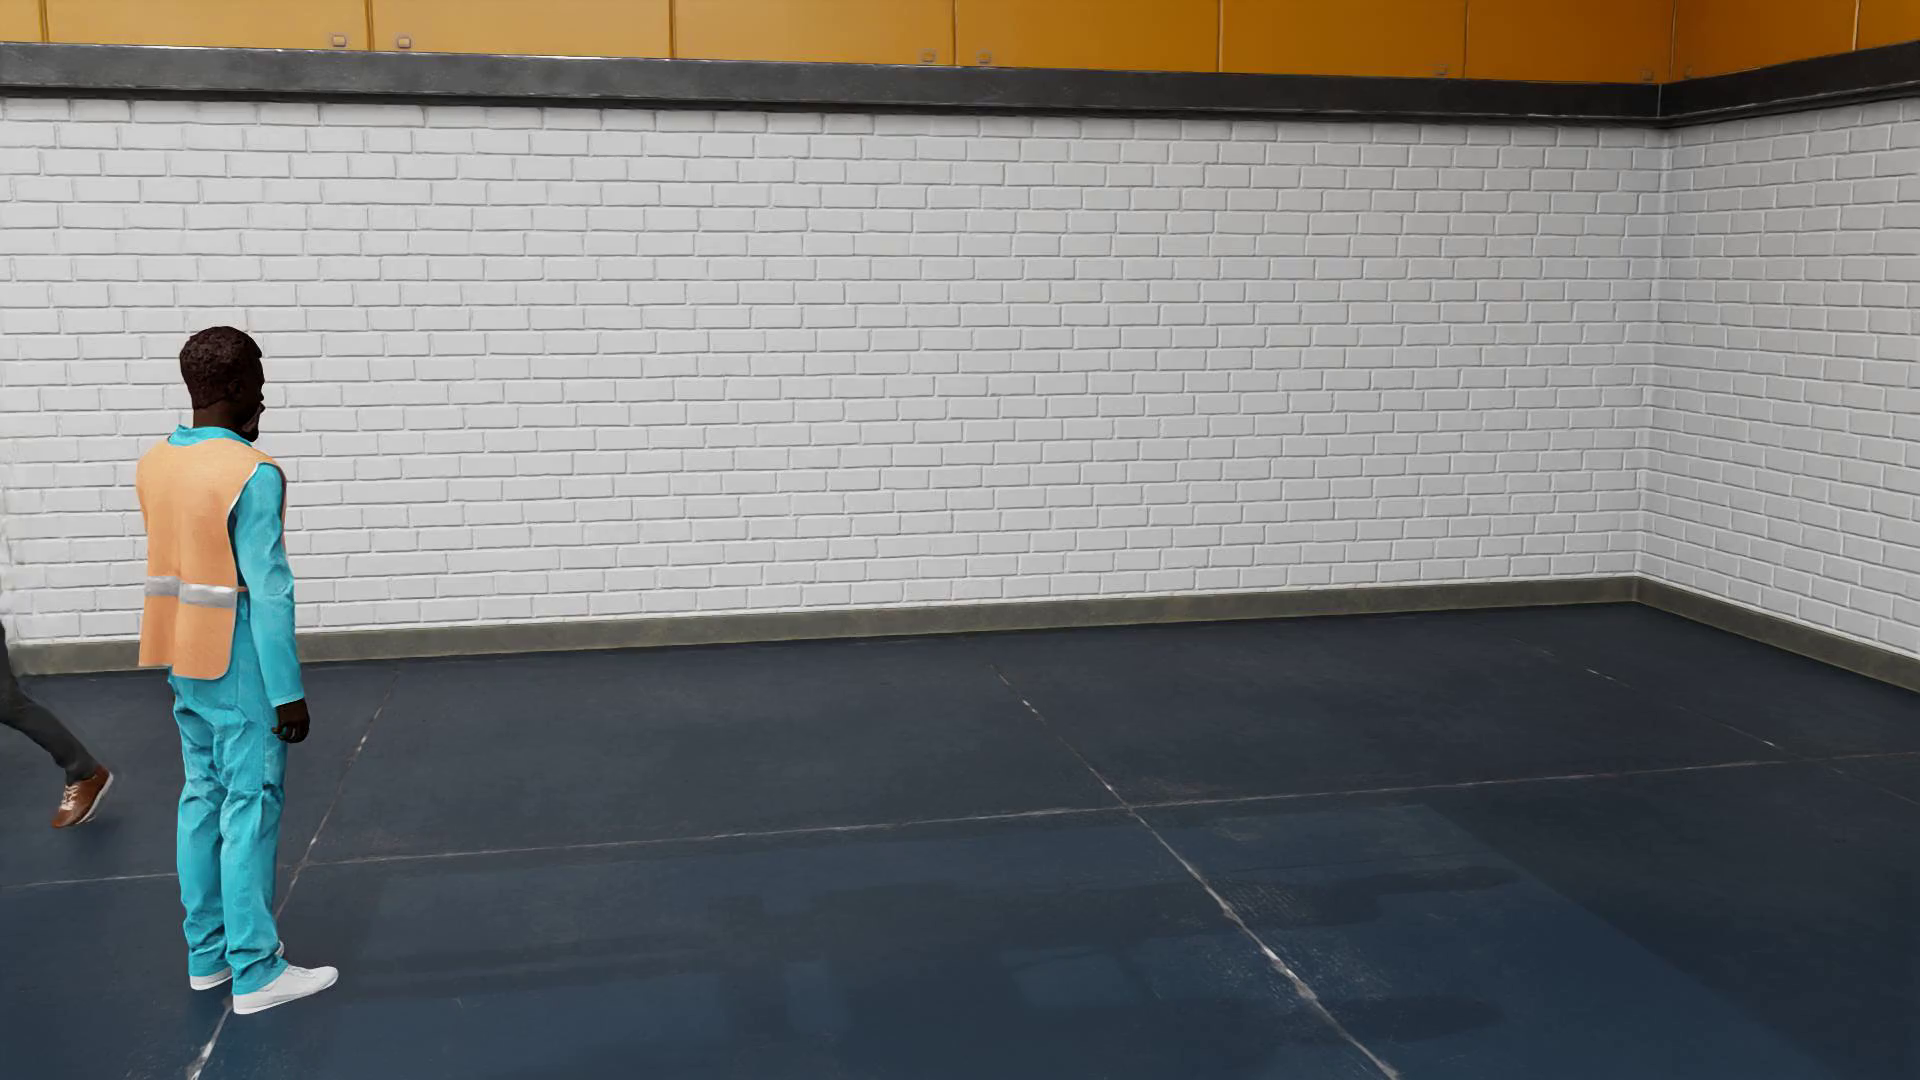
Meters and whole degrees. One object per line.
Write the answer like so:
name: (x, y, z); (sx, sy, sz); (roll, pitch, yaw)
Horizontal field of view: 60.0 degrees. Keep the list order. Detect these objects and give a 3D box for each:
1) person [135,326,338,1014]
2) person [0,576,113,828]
person: (-2.055, 0.366, 4.655); (0.587, 1.911, 0.397); (7, 11, 35)
person: (-3.489, 0.211, 5.867); (0.513, 1.828, 0.914); (4, 10, 24)
